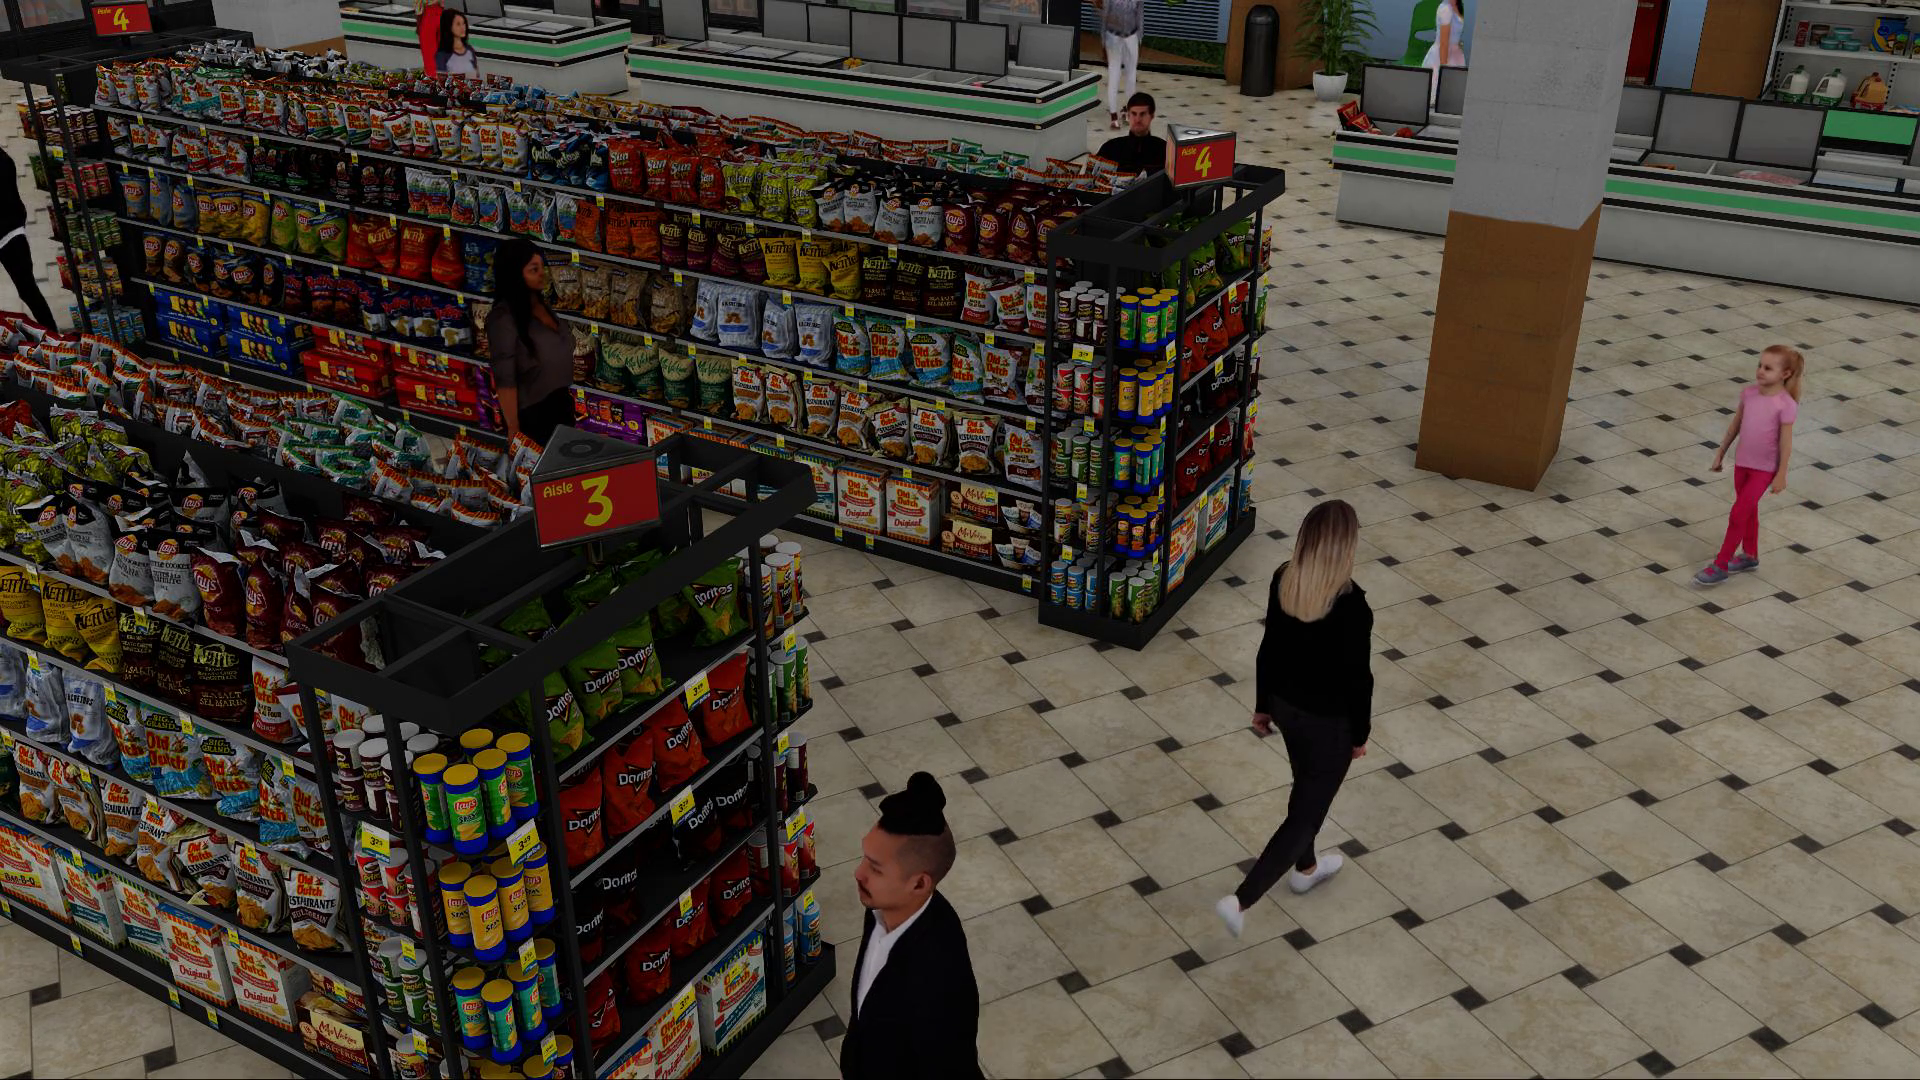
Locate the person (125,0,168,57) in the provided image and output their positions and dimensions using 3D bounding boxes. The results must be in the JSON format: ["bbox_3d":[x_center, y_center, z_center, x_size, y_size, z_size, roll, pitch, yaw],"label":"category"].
[{"bbox_3d":[-7.762,-4.457,16.010,0.616,1.667,0.736,2,27,4],"label":"person"}]

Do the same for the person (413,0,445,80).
[{"bbox_3d":[-5.711,-5.544,18.012,0.517,1.793,0.587,15,31,27],"label":"person"}]

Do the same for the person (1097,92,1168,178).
[{"bbox_3d":[1.158,-2.050,11.074,0.666,1.838,0.849,3,27,6],"label":"person"}]

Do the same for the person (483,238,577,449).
[{"bbox_3d":[-2.173,-0.603,8.236,1.049,1.824,0.836,6,27,11],"label":"person"}]

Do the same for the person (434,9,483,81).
[{"bbox_3d":[-4.459,-3.817,14.756,1.109,1.659,0.689,11,29,20],"label":"person"}]

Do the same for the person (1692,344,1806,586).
[{"bbox_3d":[4.091,-0.395,8.452,0.782,1.257,0.748,-10,29,-19],"label":"person"}]

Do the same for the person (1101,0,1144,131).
[{"bbox_3d":[1.652,-5.156,17.350,0.699,1.701,0.780,-1,27,-2],"label":"person"}]

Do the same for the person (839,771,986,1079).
[{"bbox_3d":[0.003,1.423,4.140,1.249,1.915,1.157,-5,27,-10],"label":"person"}]

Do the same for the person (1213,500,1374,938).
[{"bbox_3d":[1.188,0.673,5.892,0.954,1.669,1.061,-19,33,-33],"label":"person"}]

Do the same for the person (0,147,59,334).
[{"bbox_3d":[-6.264,-1.925,10.909,1.247,1.764,0.757,17,32,30],"label":"person"}]
